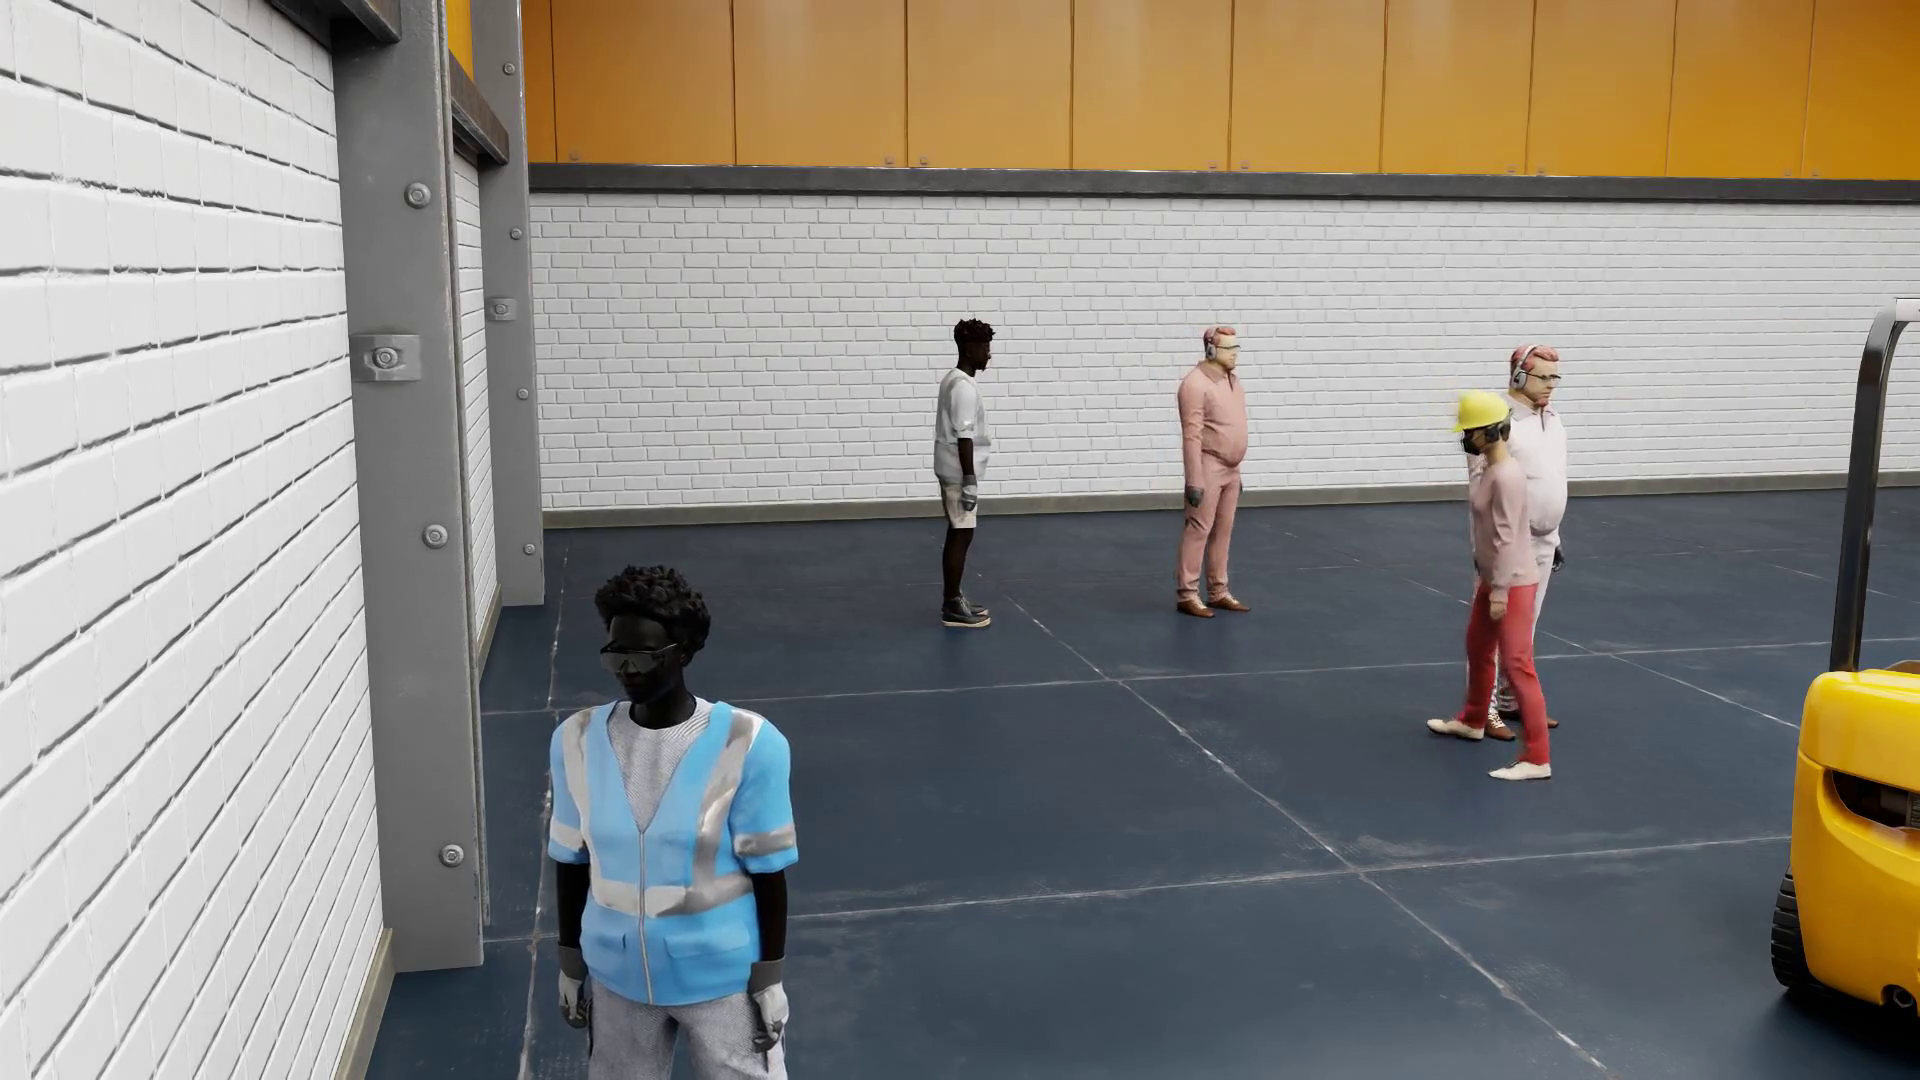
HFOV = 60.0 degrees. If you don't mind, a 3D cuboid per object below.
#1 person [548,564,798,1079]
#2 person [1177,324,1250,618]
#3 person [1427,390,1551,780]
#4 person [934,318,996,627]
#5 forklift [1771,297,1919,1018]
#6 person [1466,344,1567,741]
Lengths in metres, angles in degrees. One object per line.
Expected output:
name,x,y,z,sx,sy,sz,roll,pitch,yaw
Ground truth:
person,-0.587,0.878,3.395,0.537,1.690,0.320,2,10,13
person,1.670,-0.449,10.844,0.403,1.906,0.653,7,12,36
person,2.435,0.178,7.564,0.467,1.733,0.686,2,9,10
person,0.030,-0.422,10.533,0.390,1.953,0.609,-1,9,-6
forklift,3.542,0.334,5.177,2.313,2.155,1.214,-9,13,-43
person,2.726,0.004,8.077,0.639,1.904,0.407,-7,12,-37
